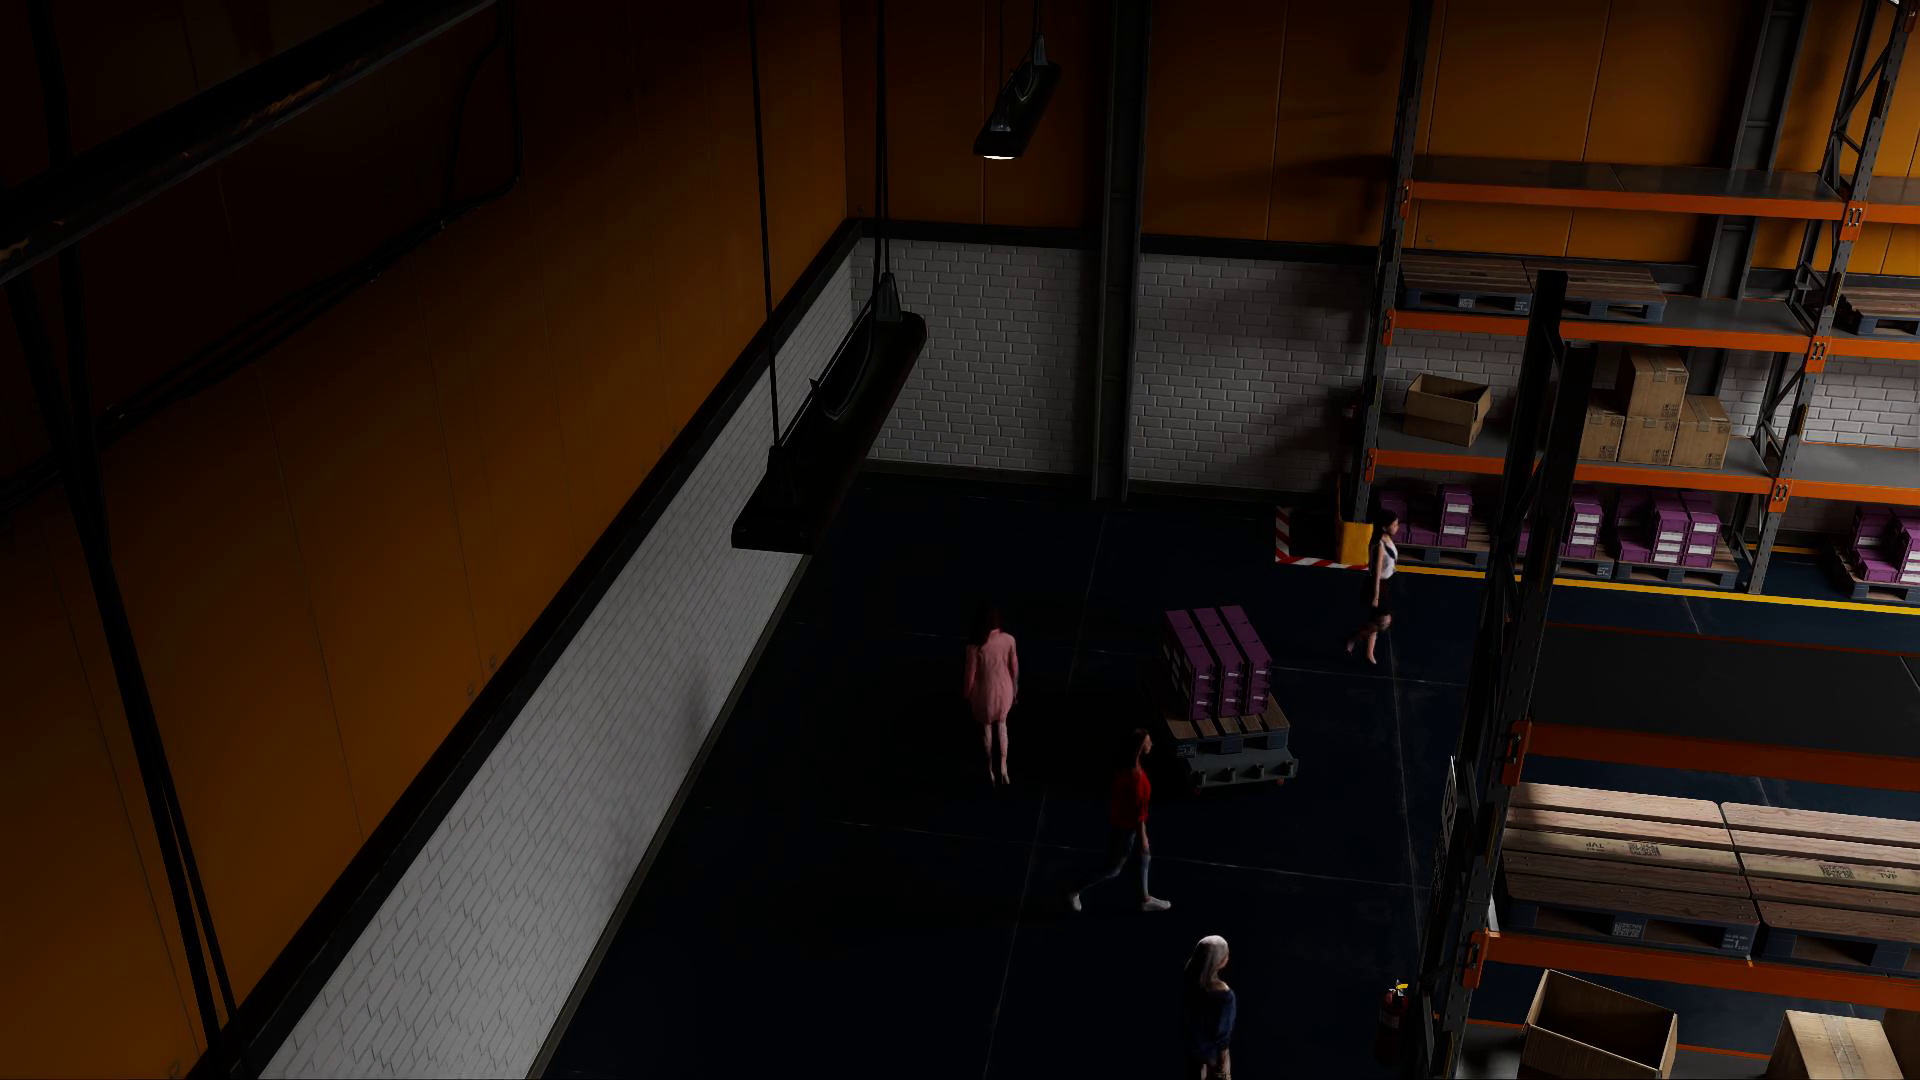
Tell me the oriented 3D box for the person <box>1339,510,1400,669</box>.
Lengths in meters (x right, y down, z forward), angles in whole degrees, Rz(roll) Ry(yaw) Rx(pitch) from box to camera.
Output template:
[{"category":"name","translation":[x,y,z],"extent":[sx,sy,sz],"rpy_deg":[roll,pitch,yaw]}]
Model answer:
[{"category":"person","translation":[3.794,0.459,15.450],"extent":[0.697,1.641,0.609],"rpy_deg":[9,30,16]}]

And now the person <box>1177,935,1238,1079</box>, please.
[{"category":"person","translation":[1.454,3.178,10.418],"extent":[0.901,1.687,0.841],"rpy_deg":[-18,33,-30]}]

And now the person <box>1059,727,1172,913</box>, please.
[{"category":"person","translation":[1.166,2.133,12.341],"extent":[1.138,1.680,0.752],"rpy_deg":[0,29,-1]}]

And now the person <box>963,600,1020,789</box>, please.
[{"category":"person","translation":[0.283,1.339,13.680],"extent":[0.777,1.792,0.838],"rpy_deg":[-8,30,-15]}]
